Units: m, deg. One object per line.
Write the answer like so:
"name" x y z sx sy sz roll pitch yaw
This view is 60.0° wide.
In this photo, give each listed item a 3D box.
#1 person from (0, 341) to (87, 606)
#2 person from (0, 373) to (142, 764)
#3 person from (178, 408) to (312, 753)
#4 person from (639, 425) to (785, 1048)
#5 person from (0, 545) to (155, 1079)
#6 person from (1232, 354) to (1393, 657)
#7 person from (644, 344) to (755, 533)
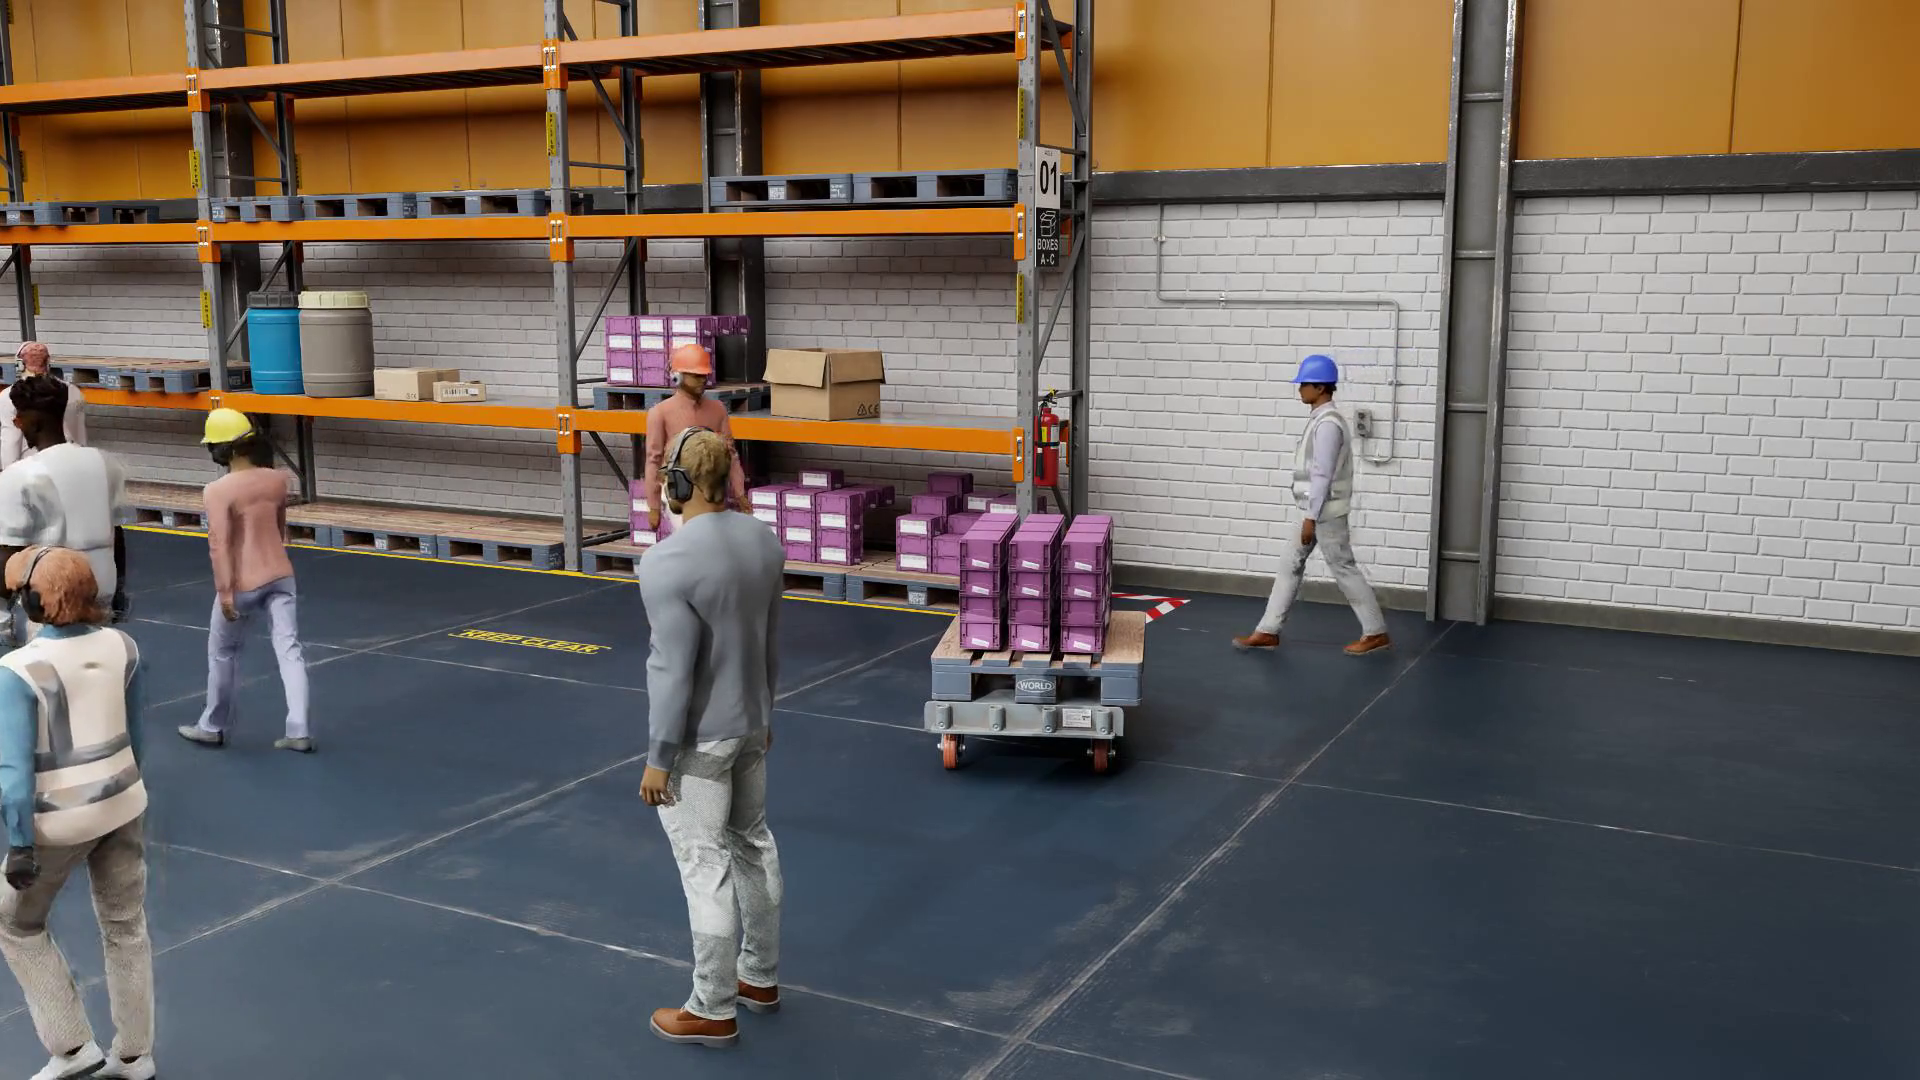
"person" -6.608 -0.473 11.980 0.403 1.906 0.651 5 10 27
"person" -4.045 0.230 7.488 0.416 1.954 0.629 3 10 18
"person" -3.610 0.211 8.323 0.823 1.730 0.544 5 10 27
"person" -0.775 0.609 5.206 0.352 1.937 0.635 5 10 27
"person" -2.589 0.820 4.845 0.442 1.623 0.549 3 10 18
"person" 2.264 -0.205 10.361 0.990 1.902 0.625 1 9 4
"person" -1.636 -0.266 10.560 1.012 1.937 0.624 7 12 38
